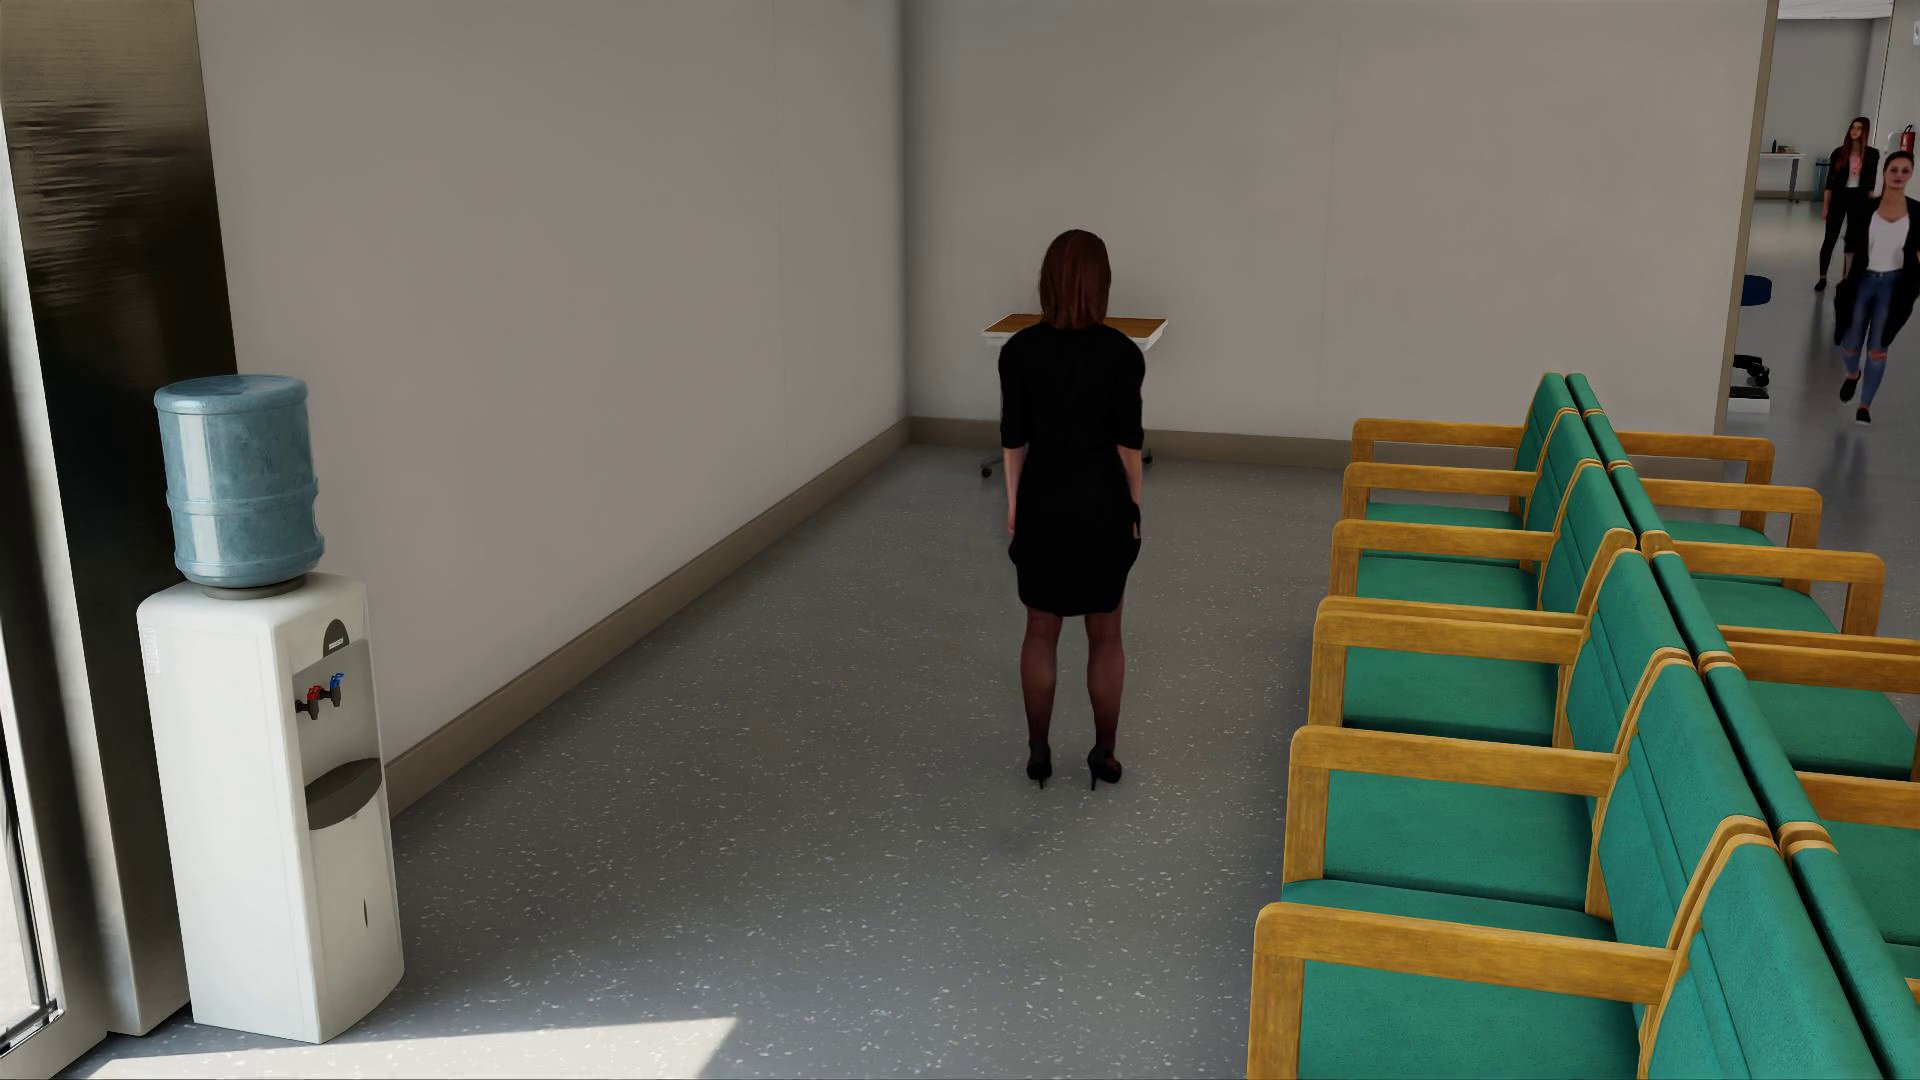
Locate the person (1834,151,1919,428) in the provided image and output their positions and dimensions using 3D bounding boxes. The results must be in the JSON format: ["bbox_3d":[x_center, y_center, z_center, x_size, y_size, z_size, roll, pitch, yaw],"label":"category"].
[{"bbox_3d":[5.702,-1.562,10.341,0.767,1.675,0.761,8,18,26],"label":"person"}]

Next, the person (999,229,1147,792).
[{"bbox_3d":[0.339,-0.071,4.999,0.443,1.705,0.647,4,16,13],"label":"person"}]

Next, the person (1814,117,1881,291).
[{"bbox_3d":[8.912,-3.369,16.692,0.499,1.708,0.677,6,17,22],"label":"person"}]
